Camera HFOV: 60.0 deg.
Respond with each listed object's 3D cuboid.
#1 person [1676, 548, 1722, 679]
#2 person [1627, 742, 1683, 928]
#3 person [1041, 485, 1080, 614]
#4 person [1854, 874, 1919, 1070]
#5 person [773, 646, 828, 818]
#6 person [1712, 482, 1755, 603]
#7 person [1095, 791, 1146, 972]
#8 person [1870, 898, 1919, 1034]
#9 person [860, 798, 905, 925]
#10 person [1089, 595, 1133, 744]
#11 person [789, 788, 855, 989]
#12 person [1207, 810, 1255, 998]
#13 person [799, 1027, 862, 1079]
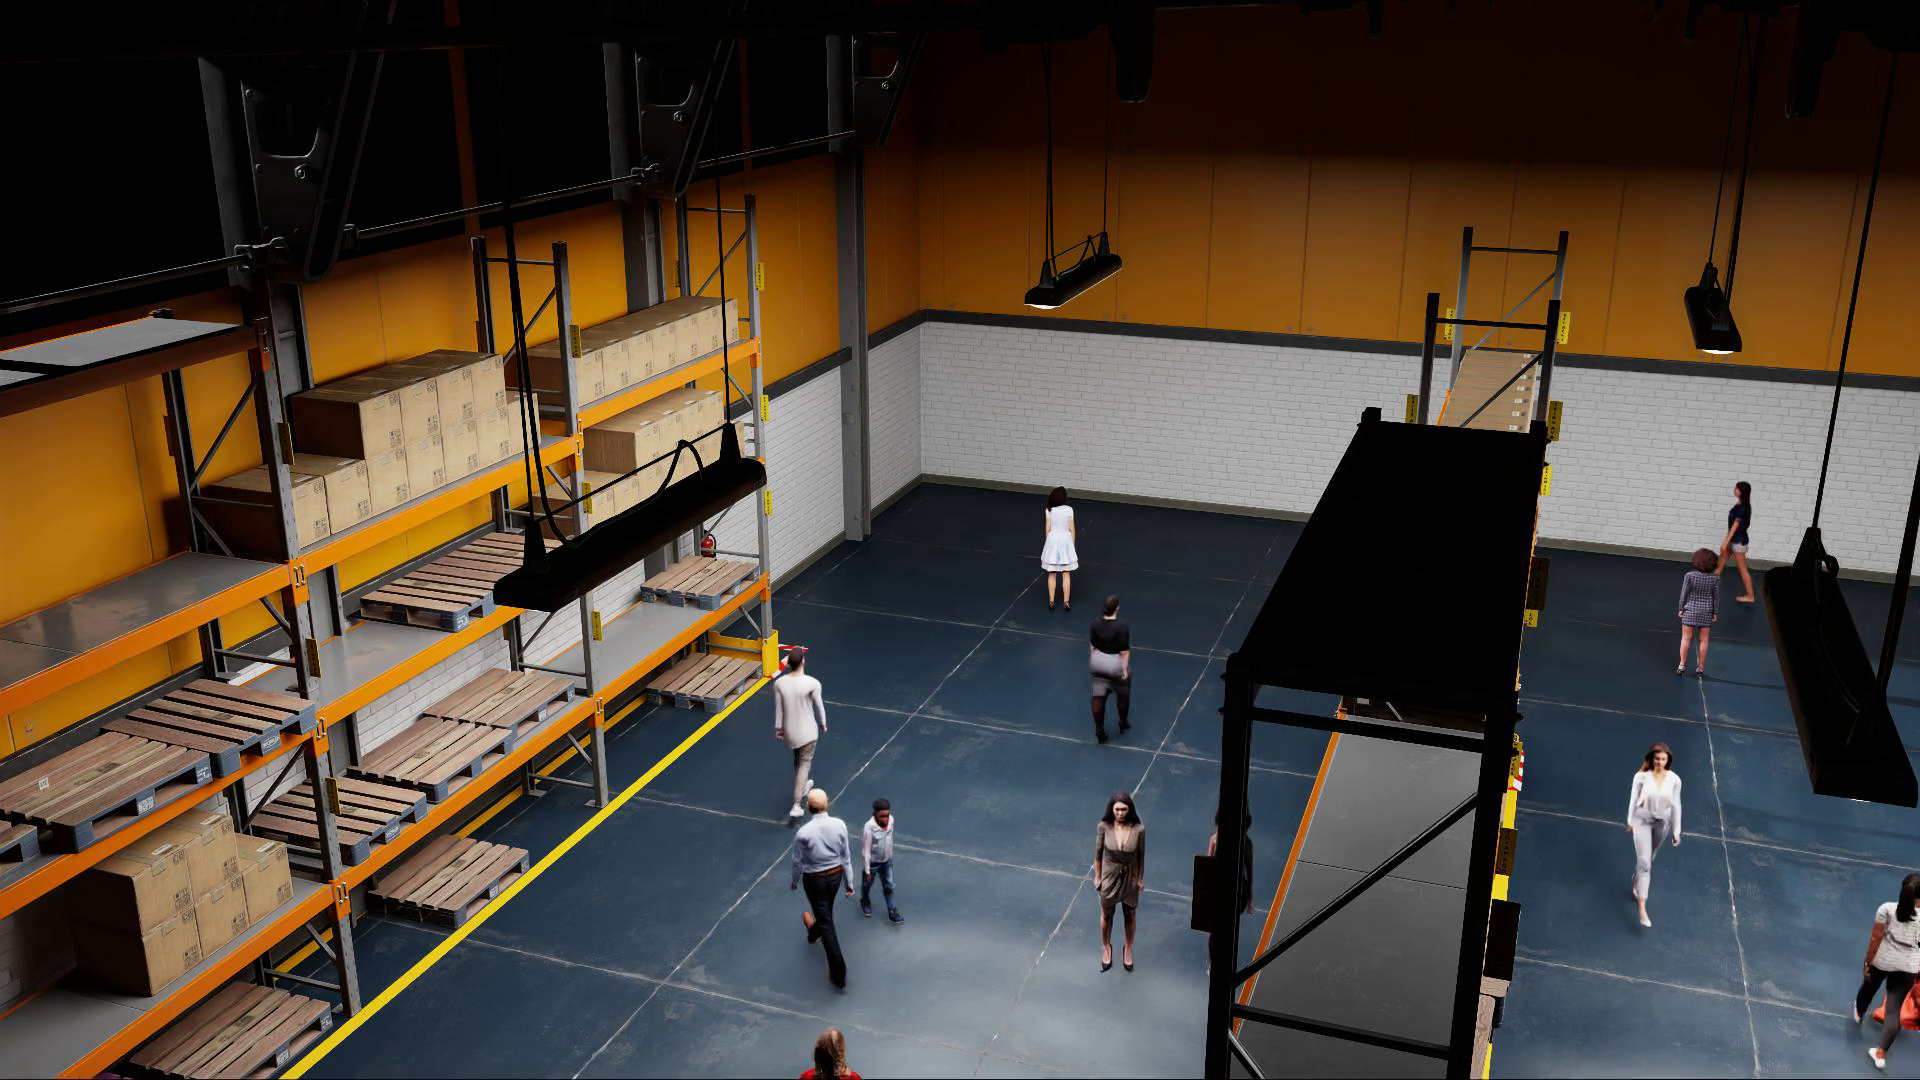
[{"bbox_3d":[9.244,0.916,20.823,0.598,1.703,0.528,7,20,19],"label":"person"},{"bbox_3d":[6.456,2.685,15.563,0.745,1.706,1.160,2,19,7],"label":"person"},{"bbox_3d":[1.381,0.122,22.998,0.735,1.818,0.762,4,19,11],"label":"person"},{"bbox_3d":[7.516,3.482,13.358,0.633,1.604,1.050,7,20,19],"label":"person"},{"bbox_3d":[-1.681,2.022,17.377,0.734,1.804,1.162,5,19,14],"label":"person"},{"bbox_3d":[10.985,0.074,23.298,0.787,1.717,1.079,10,21,28],"label":"person"},{"bbox_3d":[1.404,2.982,14.624,0.647,1.742,0.605,1,19,4],"label":"person"},{"bbox_3d":[7.957,3.357,13.467,1.132,1.770,1.103,-12,22,-31],"label":"person"},{"bbox_3d":[-0.799,2.948,15.534,0.822,1.227,0.865,-9,21,-25],"label":"person"},{"bbox_3d":[1.671,1.511,19.007,0.762,1.734,0.872,11,21,29],"label":"person"},{"bbox_3d":[-1.161,3.052,14.429,1.220,1.734,1.234,-9,21,-26],"label":"person"},{"bbox_3d":[2.315,3.044,14.393,0.681,1.773,0.831,2,19,5],"label":"person"},{"bbox_3d":[-0.877,4.143,11.271,0.784,1.682,0.977,1,19,4],"label":"person"}]
